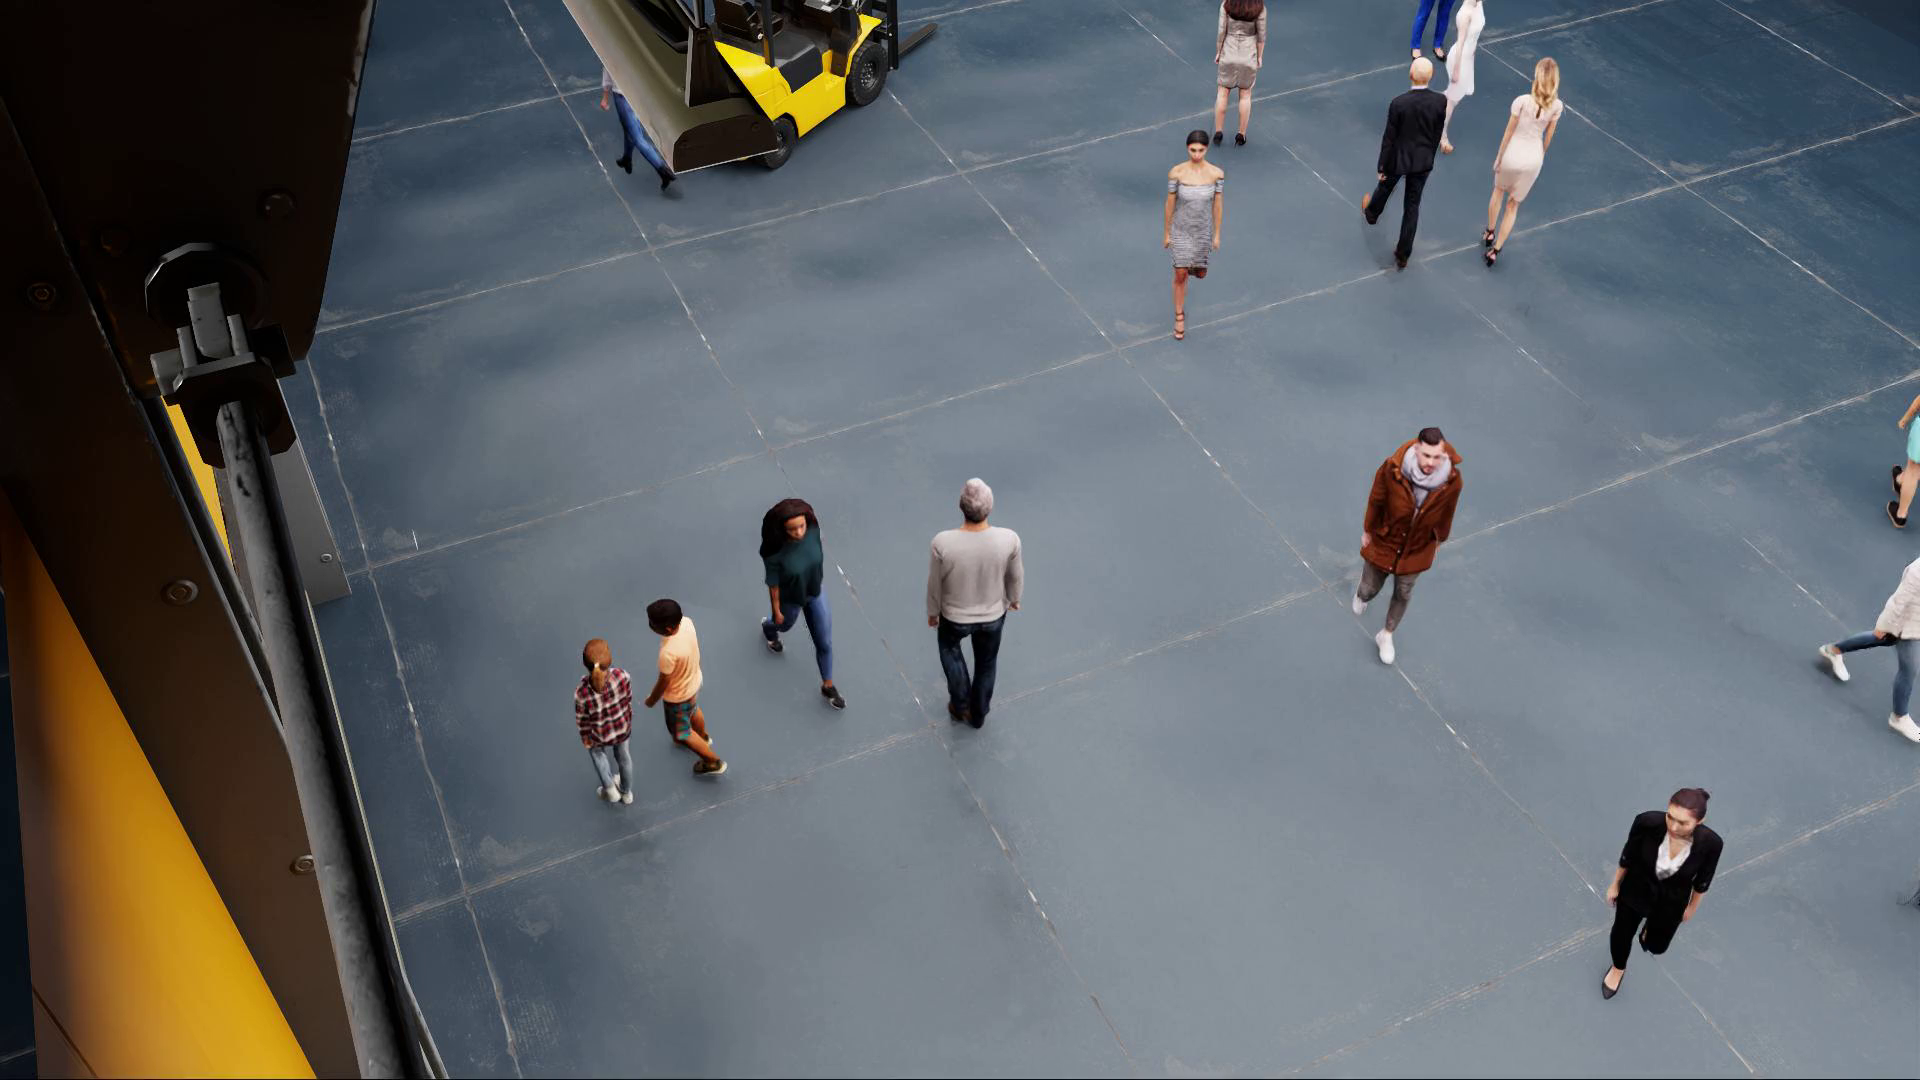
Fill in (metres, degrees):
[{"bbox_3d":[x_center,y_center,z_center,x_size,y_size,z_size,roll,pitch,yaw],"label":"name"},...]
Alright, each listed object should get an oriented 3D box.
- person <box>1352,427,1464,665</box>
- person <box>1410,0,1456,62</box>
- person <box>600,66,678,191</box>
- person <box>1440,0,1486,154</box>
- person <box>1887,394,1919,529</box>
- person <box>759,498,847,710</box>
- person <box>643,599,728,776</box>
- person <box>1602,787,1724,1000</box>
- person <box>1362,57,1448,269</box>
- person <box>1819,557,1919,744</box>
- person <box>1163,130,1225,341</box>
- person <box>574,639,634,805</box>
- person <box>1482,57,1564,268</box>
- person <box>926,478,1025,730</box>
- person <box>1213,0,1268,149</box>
[{"bbox_3d":[2.811,-0.040,10.635,0.920,1.830,0.998,5,44,5],"label":"person"},{"bbox_3d":[4.802,-5.610,16.577,0.670,1.700,0.625,-7,44,-7],"label":"person"},{"bbox_3d":[-2.868,-3.871,14.833,1.157,1.587,0.912,26,49,25],"label":"person"},{"bbox_3d":[4.490,-4.388,15.234,0.891,1.782,0.800,24,48,23],"label":"person"},{"bbox_3d":[6.812,-0.732,11.576,0.835,1.534,0.952,7,44,7],"label":"person"},{"bbox_3d":[-1.068,0.312,10.446,0.740,1.581,1.146,-26,49,-25],"label":"person"},{"bbox_3d":[-1.622,0.893,9.931,0.766,1.450,0.720,11,45,11],"label":"person"},{"bbox_3d":[3.691,1.811,8.829,0.813,1.642,0.863,18,47,18],"label":"person"},{"bbox_3d":[3.776,-3.111,13.912,1.023,1.757,1.263,0,44,0],"label":"person"},{"bbox_3d":[5.847,0.430,10.307,0.729,1.603,1.122,-24,49,-23],"label":"person"},{"bbox_3d":[1.835,-2.465,13.201,0.848,1.802,0.992,2,44,2],"label":"person"},{"bbox_3d":[-2.037,1.124,9.805,0.543,1.291,0.521,-24,49,-24],"label":"person"},{"bbox_3d":[4.667,-3.063,13.834,0.807,1.795,0.884,5,44,5],"label":"person"},{"bbox_3d":[0.084,0.488,10.034,0.842,1.895,0.798,-3,44,-4],"label":"person"},{"bbox_3d":[2.563,-4.425,15.298,0.660,1.747,0.700,10,45,10],"label":"person"}]
